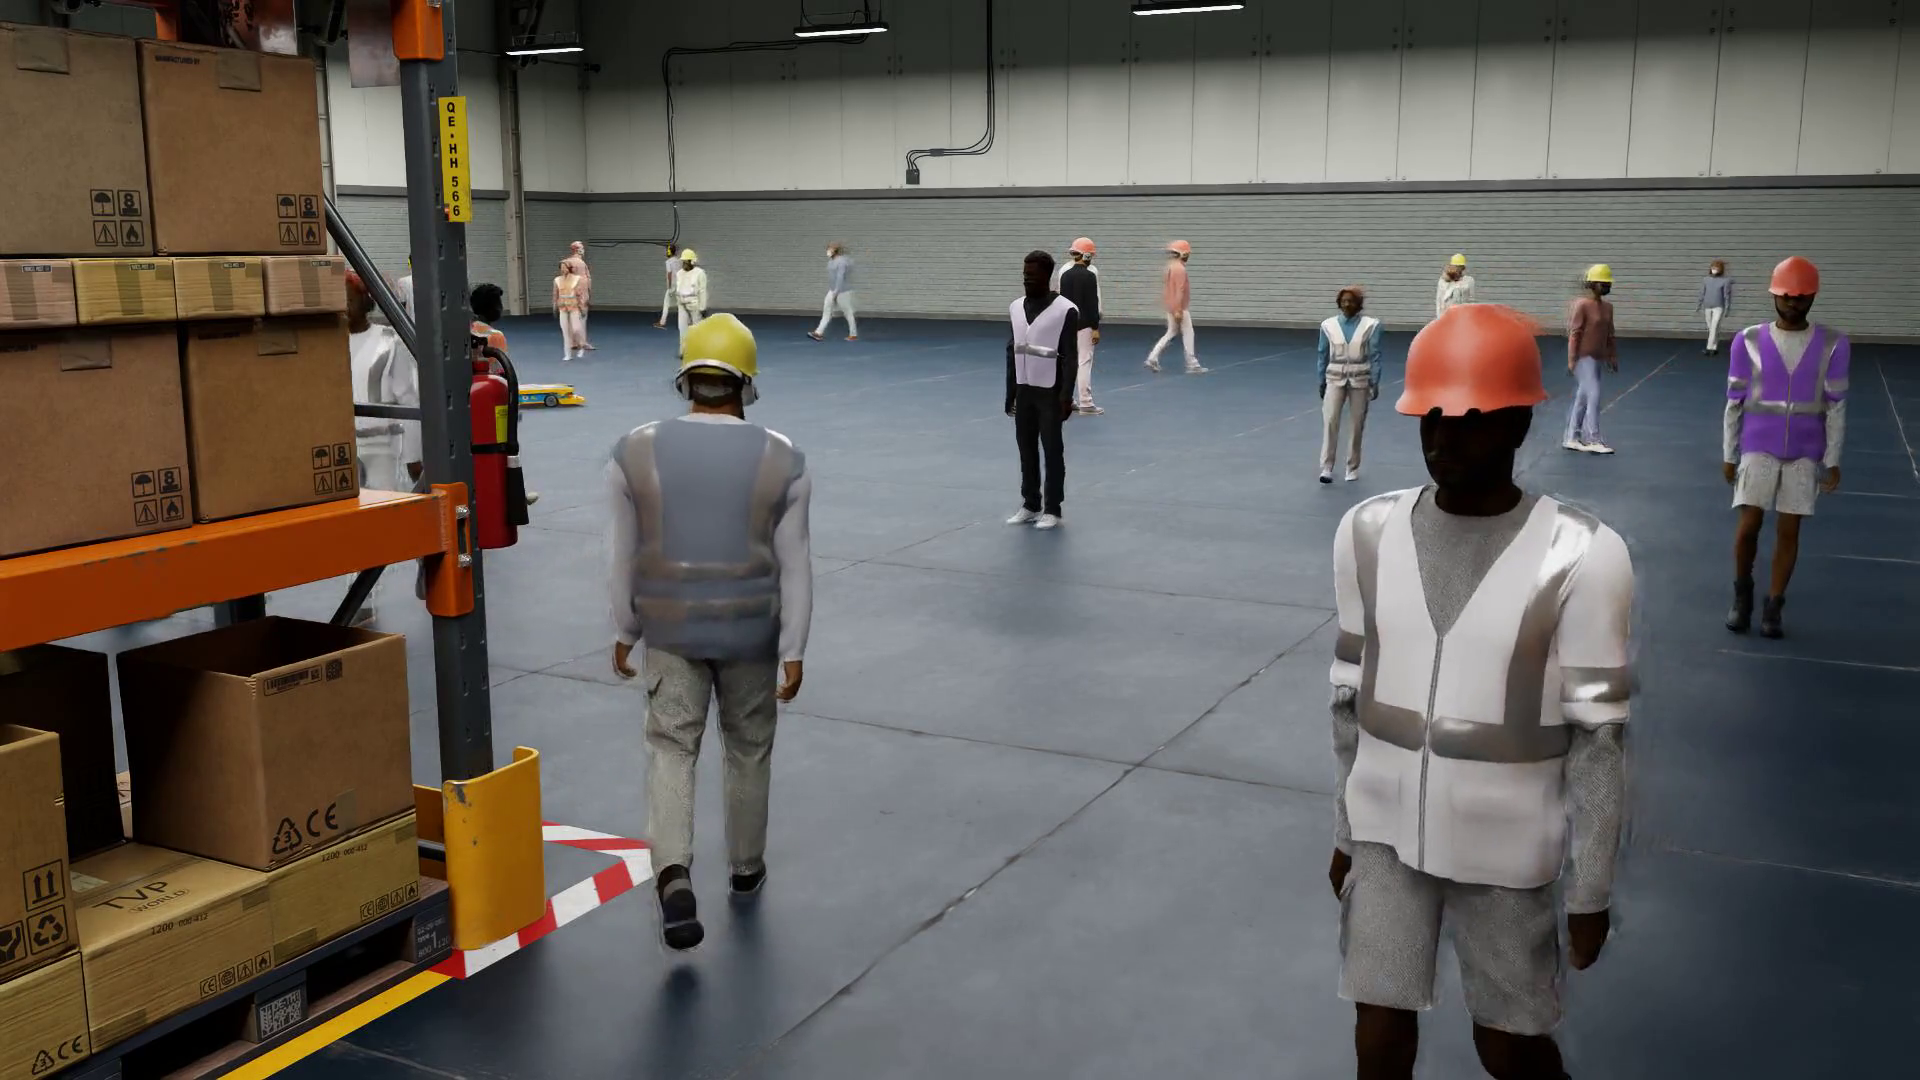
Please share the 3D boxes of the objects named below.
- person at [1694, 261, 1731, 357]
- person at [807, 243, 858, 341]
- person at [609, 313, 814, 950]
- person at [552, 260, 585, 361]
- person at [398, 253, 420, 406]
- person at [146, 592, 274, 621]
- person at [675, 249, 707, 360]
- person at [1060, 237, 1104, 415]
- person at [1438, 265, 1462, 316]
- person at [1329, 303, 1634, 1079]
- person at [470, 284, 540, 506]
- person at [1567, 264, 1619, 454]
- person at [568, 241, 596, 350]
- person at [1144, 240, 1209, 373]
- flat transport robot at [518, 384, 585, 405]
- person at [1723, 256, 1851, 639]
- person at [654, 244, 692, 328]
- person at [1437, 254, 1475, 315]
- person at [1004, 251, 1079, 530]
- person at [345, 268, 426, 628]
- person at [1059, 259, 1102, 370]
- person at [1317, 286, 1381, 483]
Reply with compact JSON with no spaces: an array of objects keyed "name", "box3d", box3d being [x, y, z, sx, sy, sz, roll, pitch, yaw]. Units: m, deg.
[{"name":"person","box3d":[12.578,-3.858,27.796,0.866,1.590,0.496,-8,13,-38]},{"name":"person","box3d":[-2.400,-4.716,31.732,1.066,1.872,0.635,-7,13,-34]},{"name":"person","box3d":[-0.718,0.256,4.792,0.599,1.808,0.769,-1,10,-3]},{"name":"person","box3d":[-6.321,-3.704,26.849,0.546,1.626,0.362,2,11,10]},{"name":"person","box3d":[-6.126,-2.382,18.997,0.509,1.872,0.328,0,10,2]},{"name":"person","box3d":[-4.040,-0.451,8.638,0.941,1.797,0.539,0,10,-1]},{"name":"person","box3d":[-4.362,-3.848,27.173,0.595,1.811,0.774,6,12,29]},{"name":"person","box3d":[1.371,-2.412,18.822,0.376,1.996,0.608,-7,13,-35]},{"name":"person","box3d":[6.524,-2.875,22.377,0.637,1.617,0.513,1,10,7]},{"name":"person","box3d":[0.957,0.518,3.084,0.548,1.915,0.831,8,13,37]},{"name":"person","box3d":[-3.276,-0.985,11.890,0.684,1.671,0.552,-9,14,-40]},{"name":"person","box3d":[5.931,-1.657,15.363,0.547,1.741,0.711,-8,13,-36]},{"name":"person","box3d":[-6.717,-4.312,29.413,0.407,1.913,0.641,-8,13,-37]},{"name":"person","box3d":[3.192,-3.430,24.470,0.903,1.964,0.631,-2,11,-11]},{"name":"flat transport robot","box3d":[-5.237,-1.714,19.719,1.431,0.197,0.652,-5,11,-25]},{"name":"person","box3d":[4.117,-0.446,8.321,0.542,1.922,0.422,4,11,21]},{"name":"person","box3d":[-6.217,-5.482,36.042,1.008,1.819,0.535,6,12,30]},{"name":"person","box3d":[7.171,-3.241,24.006,0.548,1.737,0.763,1,10,6]},{"name":"person","box3d":[0.557,-1.028,11.544,0.608,1.927,0.451,9,14,41]},{"name":"person","box3d":[-3.050,-0.485,8.676,0.576,1.865,0.660,3,11,17]},{"name":"person","box3d":[1.826,-3.528,25.220,0.669,1.917,0.497,-5,11,-23]},{"name":"person","box3d":[3.147,-1.241,13.511,0.518,1.606,0.801,3,11,17]}]
